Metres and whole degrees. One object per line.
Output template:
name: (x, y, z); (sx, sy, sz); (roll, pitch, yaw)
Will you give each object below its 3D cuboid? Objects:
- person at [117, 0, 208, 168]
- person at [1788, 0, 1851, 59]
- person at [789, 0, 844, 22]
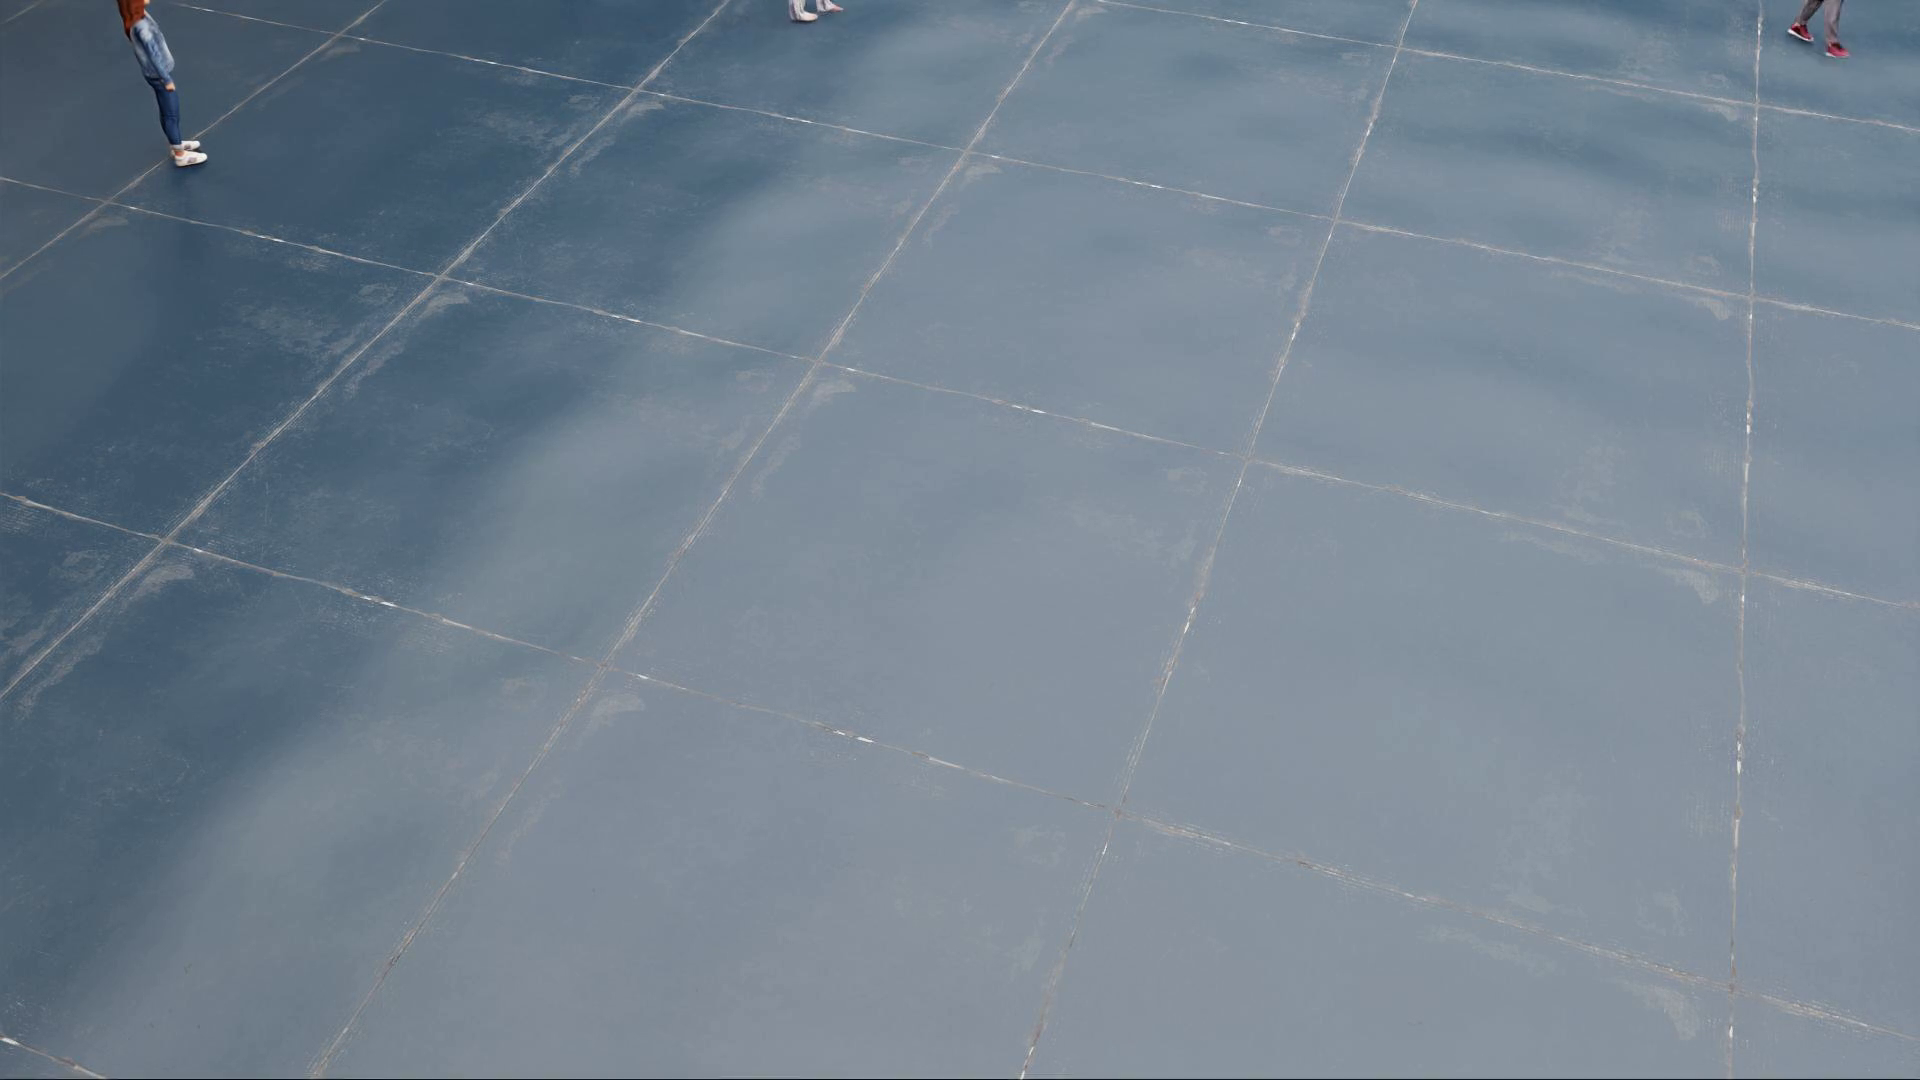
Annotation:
person: (-6.211, -3.615, 12.863); (0.684, 1.474, 0.603); (-22, 47, -22)
person: (7.525, -5.085, 14.266); (1.011, 1.708, 1.048); (-15, 45, -15)
person: (-1.422, -5.380, 14.548); (0.857, 1.754, 0.782); (-6, 43, -6)
